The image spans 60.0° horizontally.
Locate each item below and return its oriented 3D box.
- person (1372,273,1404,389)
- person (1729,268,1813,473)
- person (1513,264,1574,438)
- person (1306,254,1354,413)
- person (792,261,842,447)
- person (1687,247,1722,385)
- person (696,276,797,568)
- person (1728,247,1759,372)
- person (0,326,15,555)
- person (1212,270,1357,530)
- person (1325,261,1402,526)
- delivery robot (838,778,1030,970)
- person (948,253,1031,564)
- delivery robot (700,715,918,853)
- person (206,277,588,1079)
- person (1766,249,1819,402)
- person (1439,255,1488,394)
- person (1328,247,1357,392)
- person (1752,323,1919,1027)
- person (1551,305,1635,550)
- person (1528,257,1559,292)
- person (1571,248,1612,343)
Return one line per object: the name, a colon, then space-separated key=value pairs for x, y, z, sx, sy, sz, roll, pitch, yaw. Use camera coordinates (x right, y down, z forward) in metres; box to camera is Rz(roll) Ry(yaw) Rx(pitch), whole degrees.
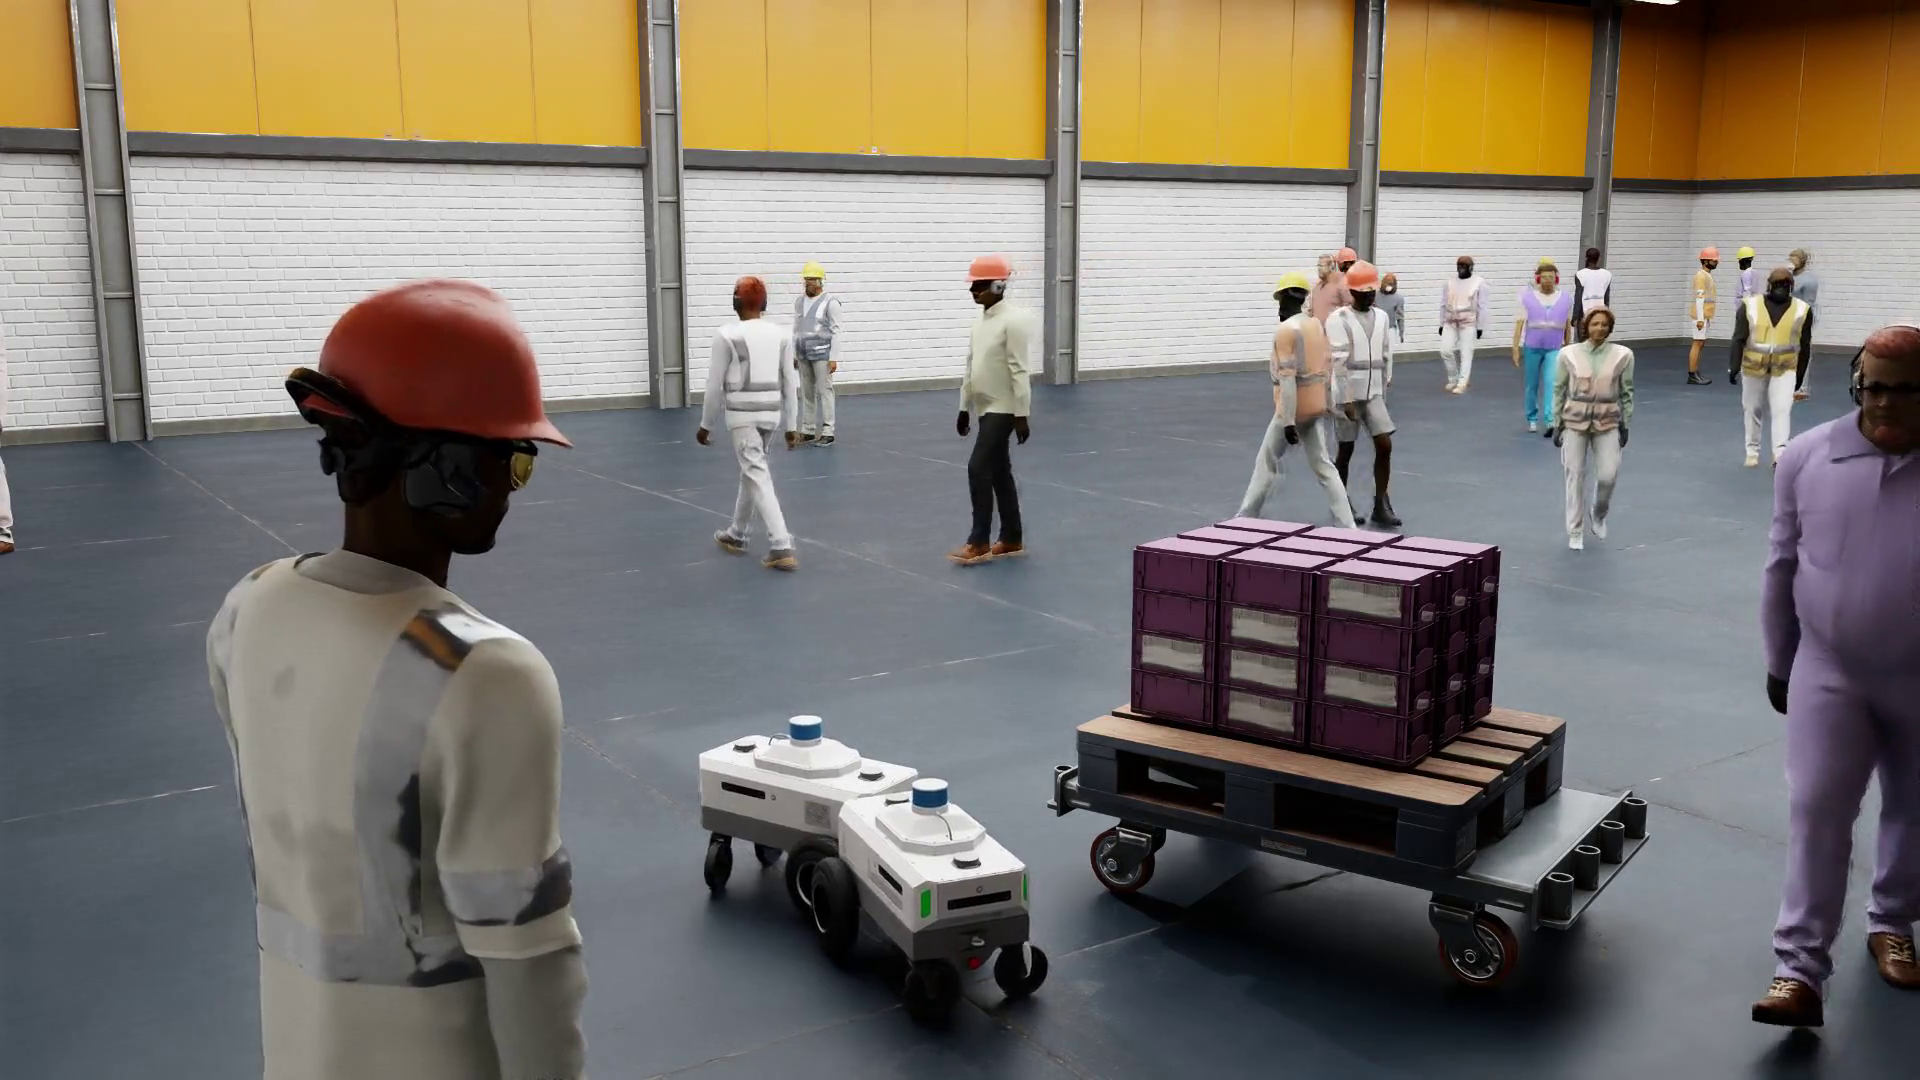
person: x=5.917 y=-2.916 z=23.105 sx=0.532 sy=1.589 sz=0.752 roll=5 pitch=12 yaw=26
person: x=7.170 y=-1.494 z=14.747 sx=0.646 sy=1.792 sz=0.960 roll=5 pitch=11 yaw=24
person: x=6.097 y=-1.981 z=17.412 sx=0.591 sy=1.788 sz=0.985 roll=2 pitch=11 yaw=12
person: x=4.264 y=-2.400 z=19.480 sx=0.928 sy=1.870 sz=0.680 roll=-4 pitch=11 yaw=-20
person: x=-1.454 y=-1.850 z=16.571 sx=0.600 sy=1.835 sz=0.404 roll=8 pitch=13 yaw=38
person: x=10.501 y=-3.157 z=23.459 sx=0.356 sy=1.936 sz=0.551 roll=6 pitch=12 yaw=31
person: x=-1.332 y=-0.755 z=10.614 sx=1.005 sy=1.835 sz=0.581 roll=10 pitch=14 yaw=44
person: x=12.043 y=-3.533 z=25.558 sx=0.376 sy=1.922 sz=0.594 roll=7 pitch=12 yaw=32
person: x=-6.477 y=-0.828 z=10.781 sx=0.646 sy=1.907 sz=0.401 roll=4 pitch=11 yaw=23
person: x=2.271 y=-0.882 z=11.228 sx=0.998 sy=1.856 sz=0.589 roll=9 pitch=13 yaw=39
person: x=2.887 y=-1.020 z=11.835 sx=0.553 sy=1.900 sz=0.733 roll=-4 pitch=11 yaw=-21
delivery robot: x=-0.083 y=0.915 z=4.674 sx=0.477 sy=0.478 sz=0.707 roll=-4 pitch=11 yaw=-23
person: x=0.120 y=-0.827 z=10.597 sx=0.751 sy=1.965 sz=0.646 roll=-4 pitch=11 yaw=-23
delivery robot: x=-0.488 y=0.802 z=5.292 sx=0.707 sy=0.478 sz=0.477 roll=7 pitch=12 yaw=33
person: x=-0.668 y=0.688 z=2.141 sx=0.613 sy=2.031 sz=0.402 roll=8 pitch=13 yaw=37
person: x=10.420 y=-2.675 z=20.855 sx=0.639 sy=1.918 sz=0.655 roll=-1 pitch=10 yaw=-8
person: x=6.656 y=-2.852 z=22.077 sx=0.651 sy=1.832 sz=0.447 roll=8 pitch=13 yaw=39
person: x=5.100 y=-2.882 z=21.961 sx=0.373 sy=1.933 sz=0.550 roll=-1 pitch=10 yaw=-6
person: x=2.429 y=0.368 z=4.364 sx=0.676 sy=1.843 sz=0.996 roll=7 pitch=13 yaw=35
person: x=4.199 y=-0.746 z=11.078 sx=0.513 sy=1.631 sz=0.390 roll=3 pitch=11 yaw=16
person: x=9.457 y=-3.711 z=27.032 sx=0.492 sy=1.742 sz=0.323 roll=3 pitch=11 yaw=15
person: x=9.220 y=-3.302 z=24.314 sx=0.597 sy=1.916 sz=0.371 roll=-3 pitch=11 yaw=-15
